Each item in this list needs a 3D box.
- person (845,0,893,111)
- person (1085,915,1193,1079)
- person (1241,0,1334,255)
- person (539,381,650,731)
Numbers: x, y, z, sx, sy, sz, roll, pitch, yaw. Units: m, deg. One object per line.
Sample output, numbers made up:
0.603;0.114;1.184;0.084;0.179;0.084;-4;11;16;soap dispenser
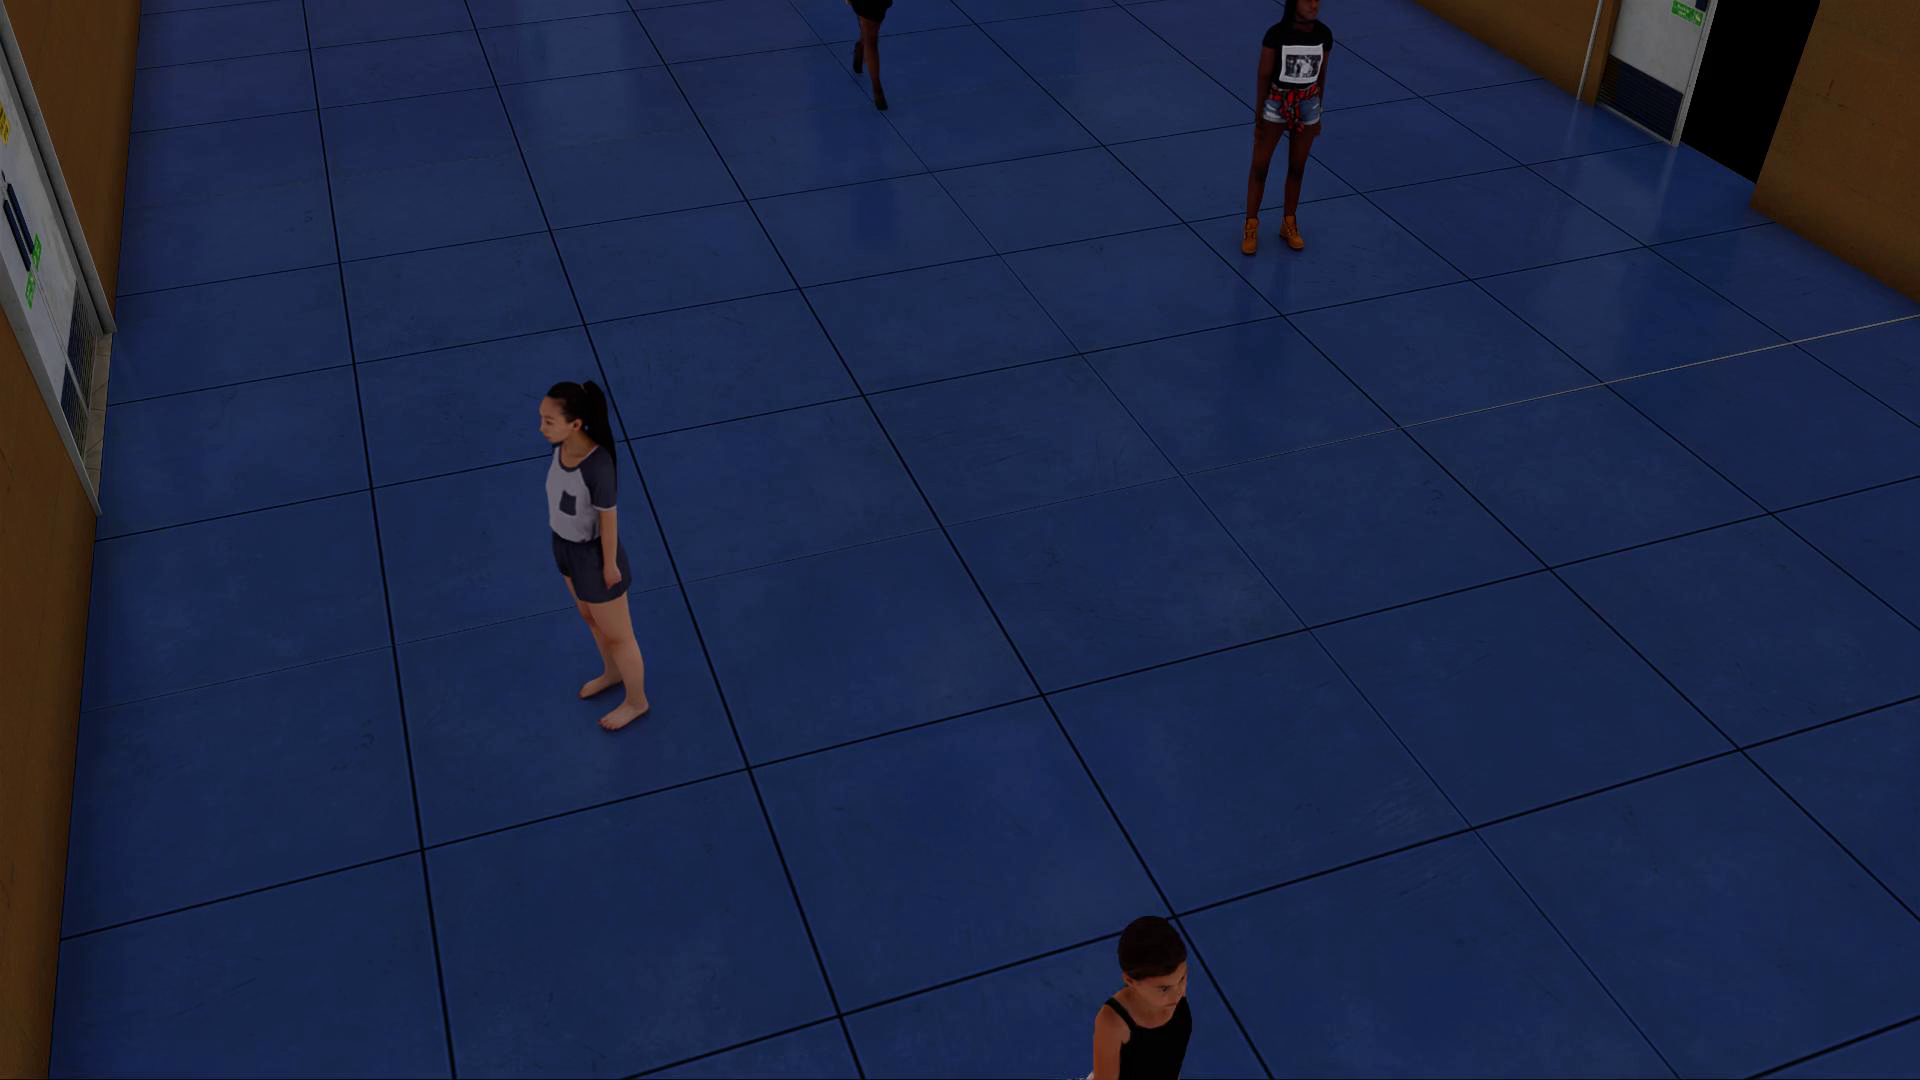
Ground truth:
-0.689;-4.106;12.329;0.983;1.671;0.667;-14;39;-18;person
0.454;1.600;4.850;0.867;1.539;0.759;-25;44;-30;person
2.035;-2.628;10.327;0.599;1.727;0.722;-5;37;-6;person
-1.486;0.058;6.815;0.589;1.648;0.639;-22;42;-26;person
